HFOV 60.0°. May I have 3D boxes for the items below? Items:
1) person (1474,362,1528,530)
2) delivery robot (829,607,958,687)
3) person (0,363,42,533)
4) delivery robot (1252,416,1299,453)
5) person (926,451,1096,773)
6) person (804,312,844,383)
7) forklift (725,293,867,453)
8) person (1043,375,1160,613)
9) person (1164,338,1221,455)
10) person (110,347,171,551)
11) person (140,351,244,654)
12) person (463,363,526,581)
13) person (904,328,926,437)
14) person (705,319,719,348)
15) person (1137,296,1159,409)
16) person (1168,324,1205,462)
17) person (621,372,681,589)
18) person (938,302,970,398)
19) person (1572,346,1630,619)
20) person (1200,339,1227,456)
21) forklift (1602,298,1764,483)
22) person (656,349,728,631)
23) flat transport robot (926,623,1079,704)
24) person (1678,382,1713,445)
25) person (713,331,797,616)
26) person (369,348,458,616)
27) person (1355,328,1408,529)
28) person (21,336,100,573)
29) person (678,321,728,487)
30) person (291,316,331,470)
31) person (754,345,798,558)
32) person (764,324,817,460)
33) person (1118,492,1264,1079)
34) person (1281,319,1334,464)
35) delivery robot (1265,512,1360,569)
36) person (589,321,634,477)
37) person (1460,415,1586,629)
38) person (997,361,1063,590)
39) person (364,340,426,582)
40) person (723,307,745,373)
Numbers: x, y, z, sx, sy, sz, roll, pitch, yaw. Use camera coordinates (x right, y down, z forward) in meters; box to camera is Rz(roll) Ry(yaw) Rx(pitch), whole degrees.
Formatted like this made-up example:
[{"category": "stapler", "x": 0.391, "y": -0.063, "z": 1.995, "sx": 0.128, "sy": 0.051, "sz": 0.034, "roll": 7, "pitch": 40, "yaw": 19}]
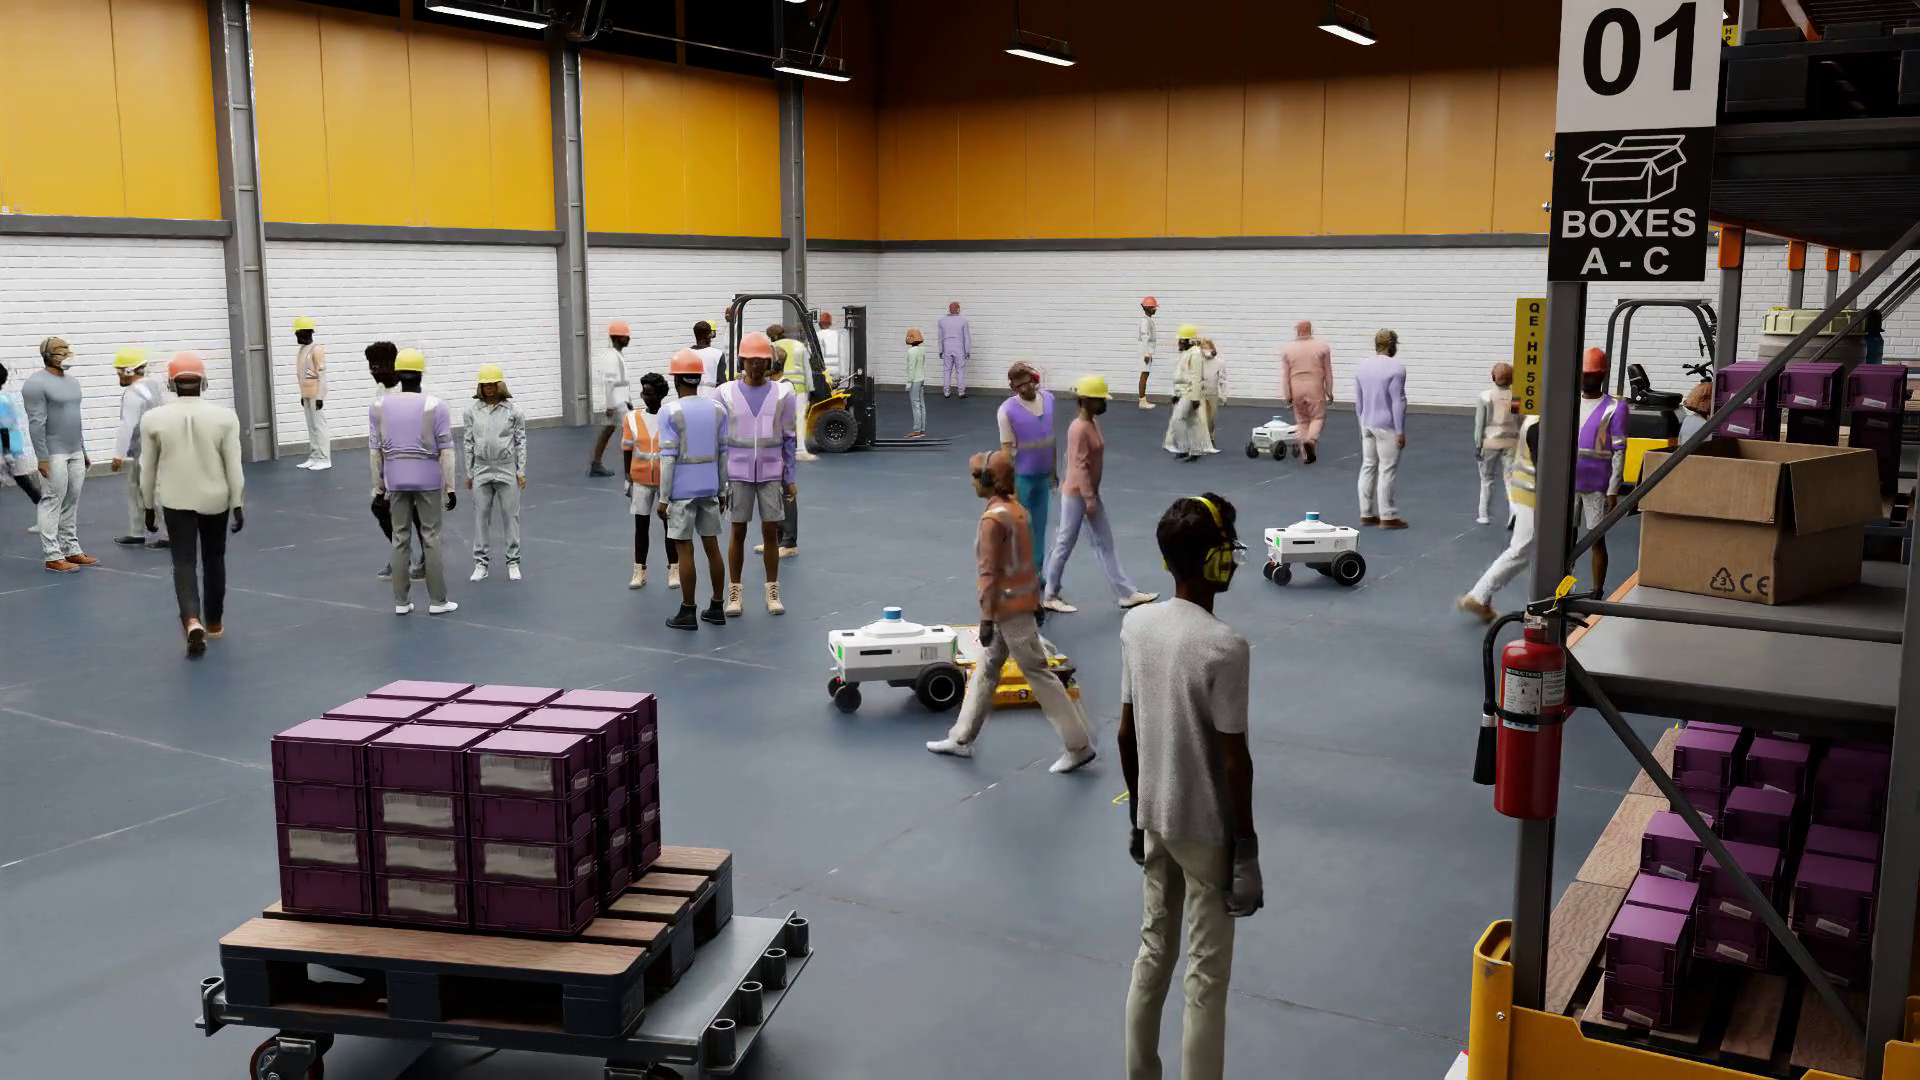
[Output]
[{"category": "person", "x": 5.227, "y": -0.901, "z": 16.038, "sx": 0.521, "sy": 1.617, "sz": 0.748, "roll": 1, "pitch": 9, "yaw": 5}, {"category": "delivery robot", "x": -0.383, "y": 0.625, "z": 9.449, "sx": 0.707, "sy": 0.478, "sz": 0.477, "roll": -2, "pitch": 9, "yaw": -12}, {"category": "person", "x": -8.951, "y": -0.849, "z": 15.514, "sx": 0.874, "sy": 1.649, "sz": 0.531, "roll": -4, "pitch": 10, "yaw": -22}, {"category": "delivery robot", "x": 4.206, "y": -1.403, "z": 22.110, "sx": 0.477, "sy": 0.478, "sz": 0.707, "roll": 9, "pitch": 13, "yaw": 44}, {"category": "person", "x": 0.270, "y": 0.350, "z": 8.251, "sx": 0.884, "sy": 1.588, "sz": 0.565, "roll": 2, "pitch": 9, "yaw": 13}, {"category": "person", "x": -2.169, "y": -2.652, "z": 26.182, "sx": 0.601, "sy": 1.835, "sz": 0.960, "roll": -8, "pitch": 12, "yaw": -40}, {"category": "forklift", "x": -2.458, "y": -2.344, "z": 23.176, "sx": 2.313, "sy": 2.155, "sz": 1.214, "roll": 0, "pitch": 9, "yaw": -2}, {"category": "person", "x": 0.996, "y": -0.311, "z": 11.914, "sx": 0.866, "sy": 1.727, "sz": 0.542, "roll": 4, "pitch": 10, "yaw": 22}, {"category": "person", "x": 3.130, "y": -1.951, "z": 22.606, "sx": 0.538, "sy": 1.594, "sz": 0.883, "roll": -9, "pitch": 13, "yaw": -44}, {"category": "person", "x": -7.299, "y": -0.787, "z": 14.670, "sx": 0.737, "sy": 1.799, "sz": 0.622, "roll": -2, "pitch": 9, "yaw": -12}, {"category": "person", "x": -5.012, "y": -0.254, "z": 10.878, "sx": 0.625, "sy": 1.959, "sz": 0.956, "roll": -4, "pitch": 10, "yaw": -23}, {"category": "person", "x": -3.714, "y": -0.538, "z": 13.300, "sx": 0.486, "sy": 1.744, "sz": 0.311, "roll": -1, "pitch": 9, "yaw": -7}, {"category": "person", "x": -0.680, "y": -2.360, "z": 25.016, "sx": 0.279, "sy": 1.634, "sz": 0.499, "roll": 3, "pitch": 10, "yaw": 20}, {"category": "person", "x": -3.797, "y": -2.451, "z": 25.179, "sx": 0.326, "sy": 1.765, "sz": 0.530, "roll": -5, "pitch": 11, "yaw": -30}, {"category": "person", "x": 3.422, "y": -3.404, "z": 30.255, "sx": 0.381, "sy": 2.045, "sz": 0.605, "roll": 2, "pitch": 9, "yaw": 10}, {"category": "person", "x": 2.905, "y": -1.889, "z": 21.557, "sx": 0.587, "sy": 1.800, "sz": 0.646, "roll": 0, "pitch": 9, "yaw": 0}, {"category": "person", "x": -2.368, "y": -0.460, "z": 12.958, "sx": 0.533, "sy": 1.698, "sz": 0.322, "roll": 0, "pitch": 9, "yaw": -1}, {"category": "person", "x": -0.105, "y": -3.742, "z": 32.793, "sx": 0.651, "sy": 1.906, "sz": 0.402, "roll": 3, "pitch": 9, "yaw": 17}, {"category": "person", "x": 4.458, "y": -0.407, "z": 11.871, "sx": 0.350, "sy": 1.942, "sz": 0.543, "roll": -8, "pitch": 12, "yaw": -42}, {"category": "person", "x": 3.381, "y": -1.973, "z": 22.792, "sx": 0.510, "sy": 1.581, "sz": 0.900, "roll": 0, "pitch": 9, "yaw": 0}, {"category": "forklift", "x": 7.954, "y": -1.589, "z": 18.462, "sx": 2.313, "sy": 2.155, "sz": 1.214, "roll": 5, "pitch": 11, "yaw": 30}, {"category": "person", "x": -1.867, "y": -0.347, "z": 11.508, "sx": 0.551, "sy": 1.935, "sz": 0.375, "roll": -8, "pitch": 12, "yaw": -42}, {"category": "flat transport robot", "x": 0.223, "y": 0.719, "z": 10.043, "sx": 0.652, "sy": 0.197, "sz": 1.431, "roll": -2, "pitch": 9, "yaw": -11}, {"category": "person", "x": 5.641, "y": -0.393, "z": 12.742, "sx": 0.268, "sy": 1.632, "sz": 0.507, "roll": 1, "pitch": 9, "yaw": 3}, {"category": "person", "x": -1.466, "y": -0.469, "z": 11.929, "sx": 0.605, "sy": 2.047, "sz": 0.377, "roll": -2, "pitch": 9, "yaw": -10}, {"category": "person", "x": -3.913, "y": -0.413, "z": 11.954, "sx": 0.595, "sy": 1.923, "sz": 0.377, "roll": 0, "pitch": 9, "yaw": 1}, {"category": "person", "x": 4.064, "y": -1.073, "z": 16.045, "sx": 0.377, "sy": 1.936, "sz": 0.636, "roll": -5, "pitch": 10, "yaw": -27}, {"category": "person", "x": -7.424, "y": -0.706, "z": 13.742, "sx": 0.371, "sy": 1.941, "sz": 0.627, "roll": 1, "pitch": 9, "yaw": 4}, {"category": "person", "x": -2.934, "y": -1.535, "z": 18.998, "sx": 0.587, "sy": 1.914, "sz": 0.391, "roll": 2, "pitch": 9, "yaw": 11}, {"category": "person", "x": -8.130, "y": -1.837, "z": 20.837, "sx": 0.387, "sy": 1.927, "sz": 0.589, "roll": -8, "pitch": 12, "yaw": -42}, {"category": "person", "x": -1.588, "y": -0.766, "z": 14.411, "sx": 0.332, "sy": 1.844, "sz": 0.516, "roll": -5, "pitch": 10, "yaw": -28}, {"category": "person", "x": -2.238, "y": -1.937, "z": 21.882, "sx": 0.743, "sy": 1.807, "sz": 0.433, "roll": 0, "pitch": 9, "yaw": -2}, {"category": "person", "x": 0.645, "y": 0.800, "z": 4.559, "sx": 0.329, "sy": 1.873, "sz": 0.508, "roll": -6, "pitch": 11, "yaw": -34}, {"category": "person", "x": 4.444, "y": -1.895, "z": 21.347, "sx": 0.673, "sy": 1.880, "sz": 0.601, "roll": 4, "pitch": 10, "yaw": 23}, {"category": "delivery robot", "x": 2.797, "y": 0.020, "z": 13.229, "sx": 0.707, "sy": 0.478, "sz": 0.477, "roll": -1, "pitch": 9, "yaw": -7}, {"category": "person", "x": -4.042, "y": -1.686, "z": 20.016, "sx": 0.975, "sy": 1.882, "sz": 0.565, "roll": -1, "pitch": 9, "yaw": -5}, {"category": "person", "x": 3.974, "y": -0.269, "z": 11.512, "sx": 0.911, "sy": 1.794, "sz": 0.650, "roll": 4, "pitch": 10, "yaw": 24}, {"category": "person", "x": 0.525, "y": -0.471, "z": 12.715, "sx": 0.389, "sy": 1.805, "sz": 0.675, "roll": 8, "pitch": 12, "yaw": 43}, {"category": "person", "x": -4.433, "y": -0.607, "z": 13.166, "sx": 0.616, "sy": 1.930, "sz": 0.584, "roll": 8, "pitch": 12, "yaw": 40}, {"category": "person", "x": -3.946, "y": -3.122, "z": 28.992, "sx": 0.340, "sy": 1.882, "sz": 0.585, "roll": -7, "pitch": 12, "yaw": -38}]
